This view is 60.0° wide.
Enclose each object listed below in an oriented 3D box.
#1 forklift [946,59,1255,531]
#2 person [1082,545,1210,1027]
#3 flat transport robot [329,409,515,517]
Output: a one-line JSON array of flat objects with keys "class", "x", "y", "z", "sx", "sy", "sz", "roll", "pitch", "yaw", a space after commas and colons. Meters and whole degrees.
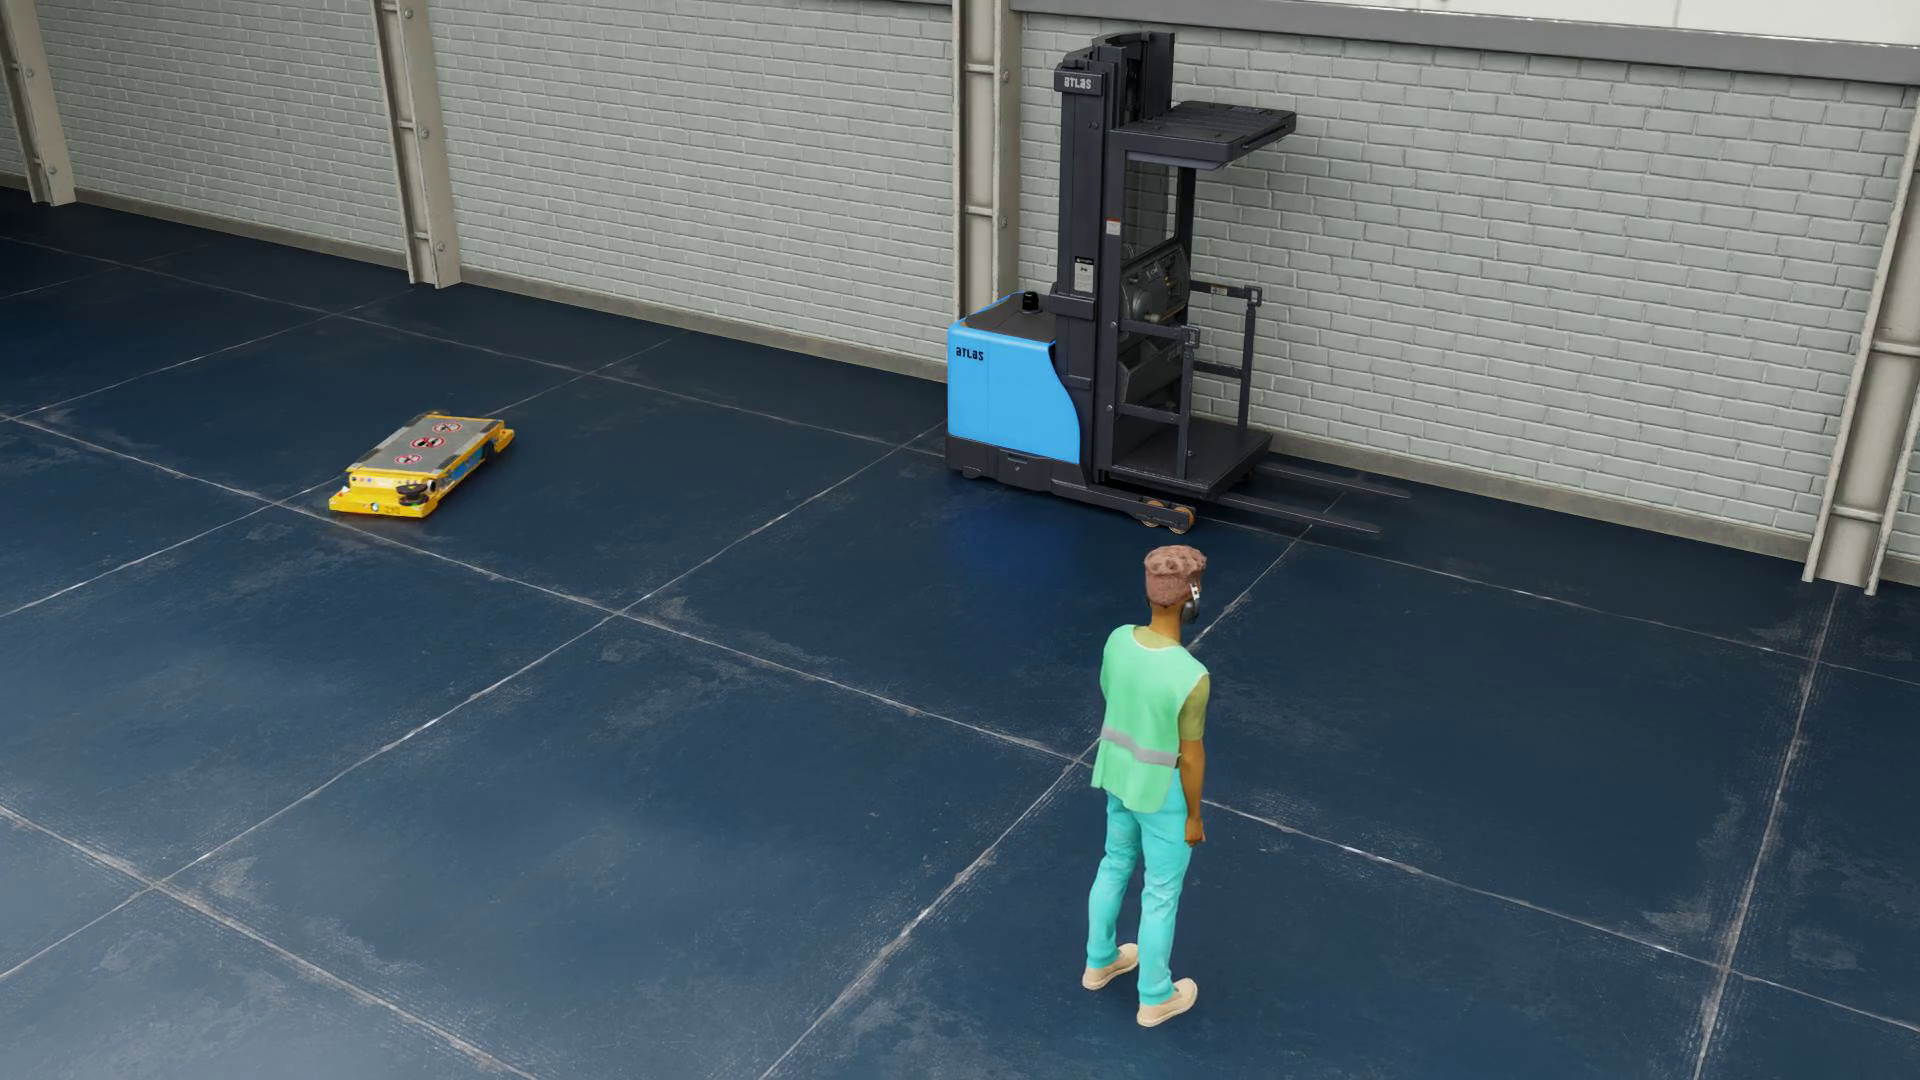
[{"class": "forklift", "x": 0.933, "y": -1.707, "z": 10.833, "sx": 1.873, "sy": 2.768, "sz": 1.129, "roll": 15, "pitch": 29, "yaw": 28}, {"class": "person", "x": 0.711, "y": 0.939, "z": 6.290, "sx": 0.397, "sy": 1.970, "sz": 0.479, "roll": -19, "pitch": 31, "yaw": -34}, {"class": "flat transport robot", "x": -3.661, "y": -0.537, "z": 11.393, "sx": 0.659, "sy": 0.231, "sz": 1.431, "roll": 5, "pitch": 26, "yaw": 9}]
